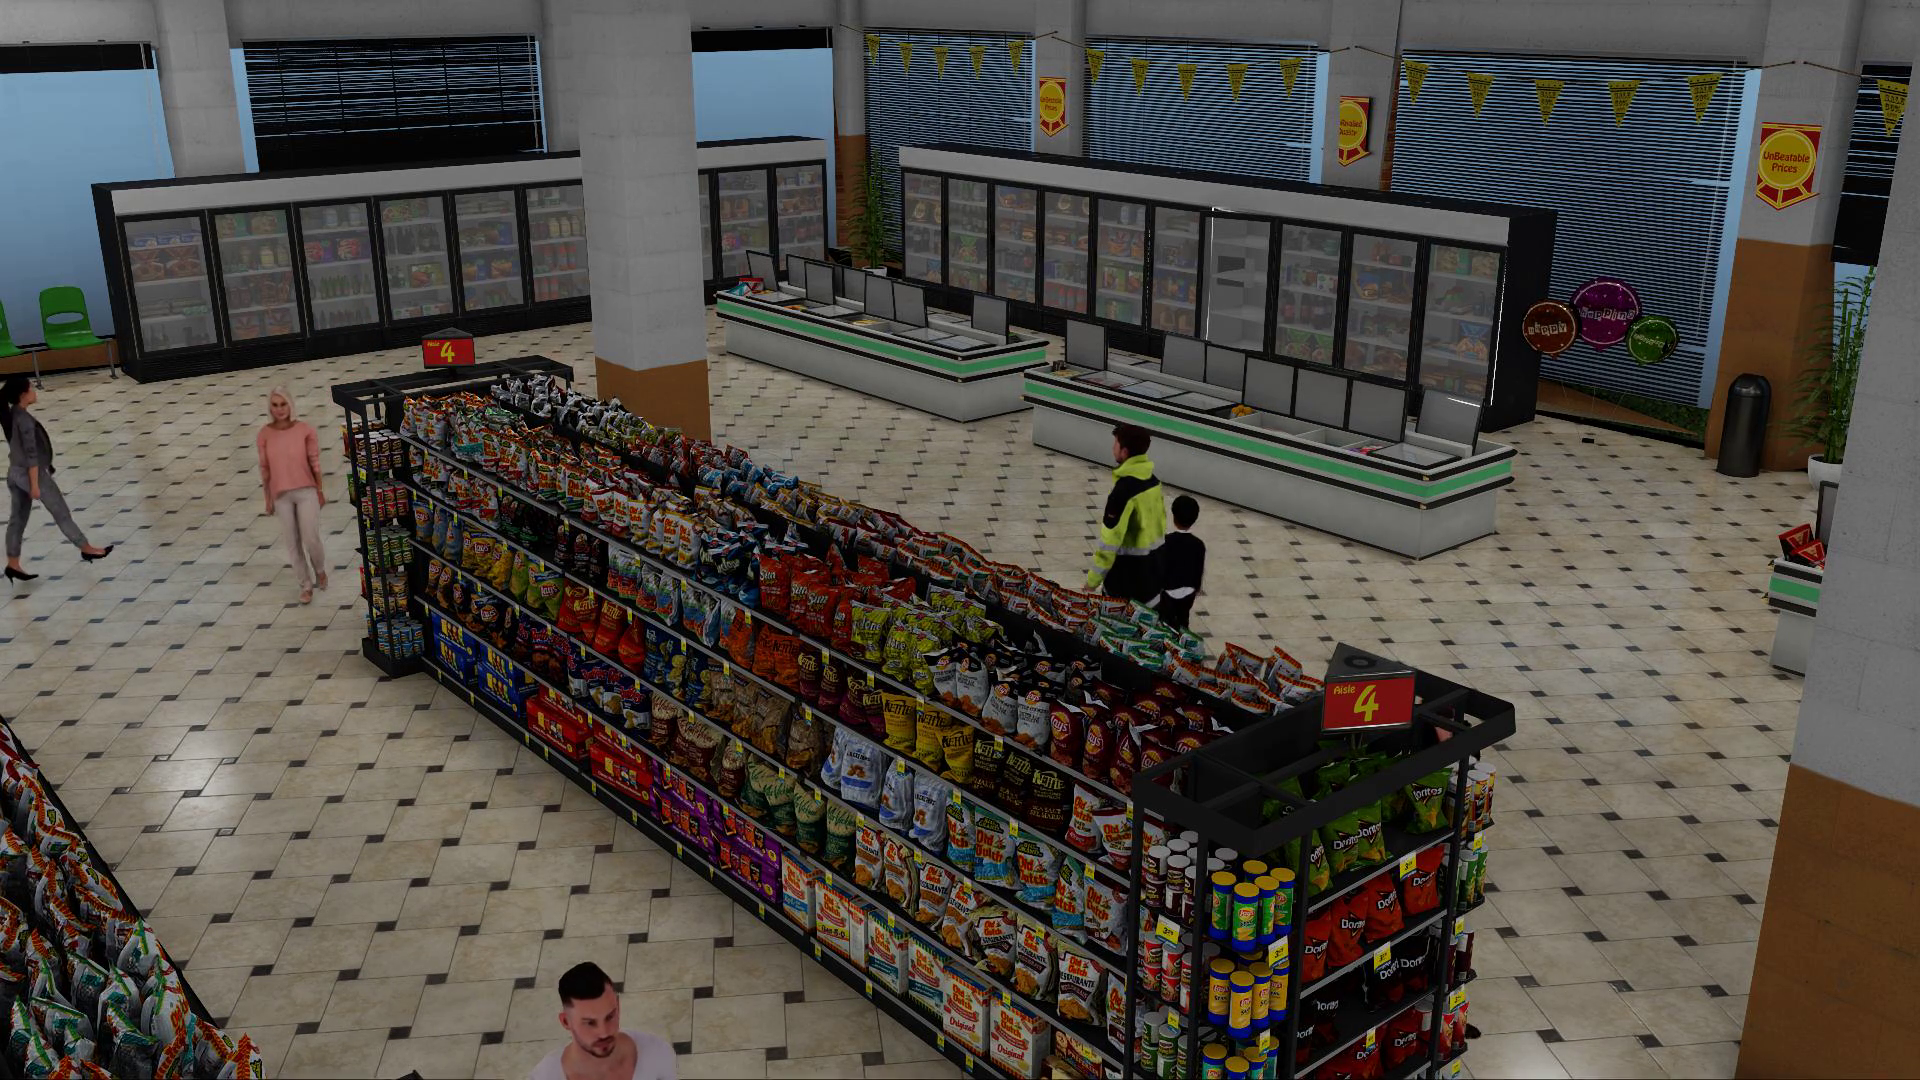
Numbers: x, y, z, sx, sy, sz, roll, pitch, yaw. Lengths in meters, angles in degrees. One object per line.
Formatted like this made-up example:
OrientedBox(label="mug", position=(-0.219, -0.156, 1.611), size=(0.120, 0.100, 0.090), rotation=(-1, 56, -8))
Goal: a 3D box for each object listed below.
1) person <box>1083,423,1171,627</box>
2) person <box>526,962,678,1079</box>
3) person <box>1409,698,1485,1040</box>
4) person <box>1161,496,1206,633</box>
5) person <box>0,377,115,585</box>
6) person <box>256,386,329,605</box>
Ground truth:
OrientedBox(label="person", position=(1.204, 0.260, 10.690), size=(1.405, 1.929, 1.166), rotation=(8, 20, 22))
OrientedBox(label="person", position=(-1.155, 2.124, 5.365), size=(0.760, 1.800, 1.194), rotation=(-12, 22, -32))
OrientedBox(label="person", position=(2.087, 1.428, 7.703), size=(0.809, 1.623, 1.104), rotation=(-10, 21, -27))
OrientedBox(label="person", position=(1.557, 0.304, 11.679), size=(0.679, 1.214, 0.790), rotation=(-4, 19, -11))
OrientedBox(label="person", position=(-7.474, -0.435, 13.208), size=(1.039, 1.637, 0.822), rotation=(15, 24, 37))
OrientedBox(label="person", position=(-5.153, -0.373, 12.899), size=(0.727, 1.717, 0.778), rotation=(-4, 19, -12))
